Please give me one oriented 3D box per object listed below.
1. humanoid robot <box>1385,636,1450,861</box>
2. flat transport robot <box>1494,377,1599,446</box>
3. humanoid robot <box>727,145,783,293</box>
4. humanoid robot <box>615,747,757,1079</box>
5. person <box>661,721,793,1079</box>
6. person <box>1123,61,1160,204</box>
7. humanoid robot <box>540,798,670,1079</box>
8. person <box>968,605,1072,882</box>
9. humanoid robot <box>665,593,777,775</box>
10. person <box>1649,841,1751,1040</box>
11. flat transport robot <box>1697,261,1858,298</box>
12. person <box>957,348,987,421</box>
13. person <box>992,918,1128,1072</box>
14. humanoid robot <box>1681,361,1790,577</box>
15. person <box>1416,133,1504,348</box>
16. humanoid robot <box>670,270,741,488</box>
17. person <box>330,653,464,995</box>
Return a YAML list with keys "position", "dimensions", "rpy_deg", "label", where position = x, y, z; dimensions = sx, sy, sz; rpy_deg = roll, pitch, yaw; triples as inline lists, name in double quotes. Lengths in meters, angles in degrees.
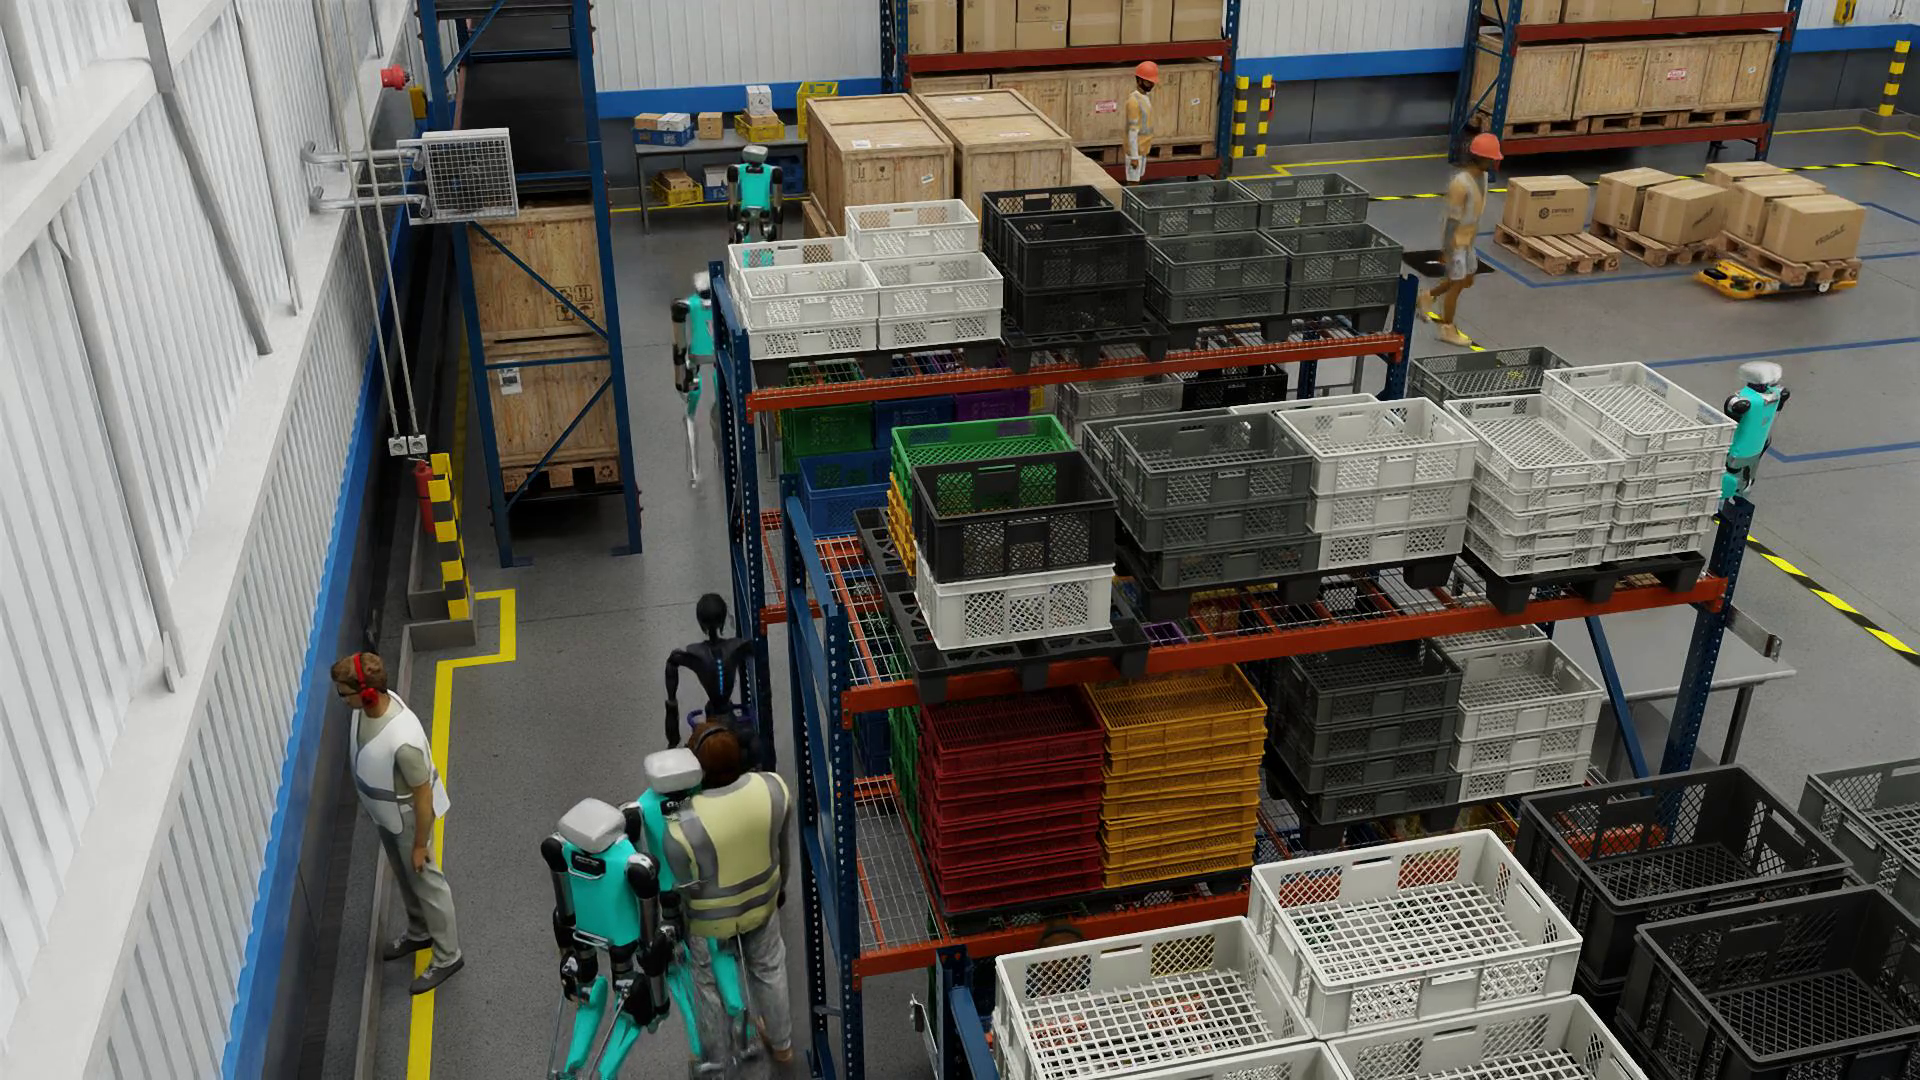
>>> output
- position: [2.392, 1.116, 8.430]
  dimensions: [0.615, 1.630, 0.594]
  rpy_deg: [0, 28, -1]
  label: "humanoid robot"
- position: [4.780, -1.036, 14.013]
  dimensions: [0.659, 0.231, 1.431]
  rpy_deg: [-6, 28, -12]
  label: "flat transport robot"
- position: [-1.946, -2.736, 15.794]
  dimensions: [0.550, 1.903, 0.719]
  rpy_deg: [0, 28, 0]
  label: "humanoid robot"
- position: [-1.073, 1.805, 7.087]
  dimensions: [0.541, 1.804, 0.803]
  rpy_deg: [-15, 31, -26]
  label: "humanoid robot"
- position: [-1.013, 1.610, 7.321]
  dimensions: [0.629, 1.836, 0.432]
  rpy_deg: [-19, 33, -32]
  label: "person"
- position: [2.010, -4.352, 18.526]
  dimensions: [0.370, 1.927, 0.542]
  rpy_deg: [9, 29, 17]
  label: "person"
- position: [-1.518, 1.926, 6.754]
  dimensions: [0.548, 1.749, 0.680]
  rpy_deg: [12, 30, 22]
  label: "humanoid robot"
- position: [0.320, 1.065, 8.475]
  dimensions: [0.893, 1.714, 0.531]
  rpy_deg: [-16, 32, -28]
  label: "person"
- position: [-1.242, 1.044, 8.620]
  dimensions: [0.600, 1.632, 0.790]
  rpy_deg: [-9, 29, -16]
  label: "humanoid robot"
- position: [2.820, 1.956, 6.661]
  dimensions: [0.635, 1.845, 0.517]
  rpy_deg: [-7, 29, -13]
  label: "person"
- position: [8.483, -2.754, 17.242]
  dimensions: [1.431, 0.197, 0.652]
  rpy_deg: [-6, 28, -12]
  label: "flat transport robot"
- position: [0.149, -1.051, 12.276]
  dimensions: [0.399, 1.915, 0.589]
  rpy_deg: [-1, 28, -2]
  label: "person"
- position: [0.366, 2.184, 6.223]
  dimensions: [0.507, 1.839, 0.342]
  rpy_deg: [-3, 28, -5]
  label: "person"
- position: [5.040, -0.483, 11.243]
  dimensions: [0.533, 1.677, 0.735]
  rpy_deg: [-15, 31, -26]
  label: "humanoid robot"
- position: [4.621, -2.814, 15.515]
  dimensions: [0.647, 2.023, 0.626]
  rpy_deg: [21, 34, 34]
  label: "person"
- position: [-1.997, -1.283, 12.940]
  dimensions: [0.530, 1.813, 0.709]
  rpy_deg: [-11, 30, -19]
  label: "humanoid robot"
- position: [-2.629, 1.314, 7.870]
  dimensions: [0.394, 1.837, 0.562]
  rpy_deg: [-21, 34, -34]
  label: "person"
